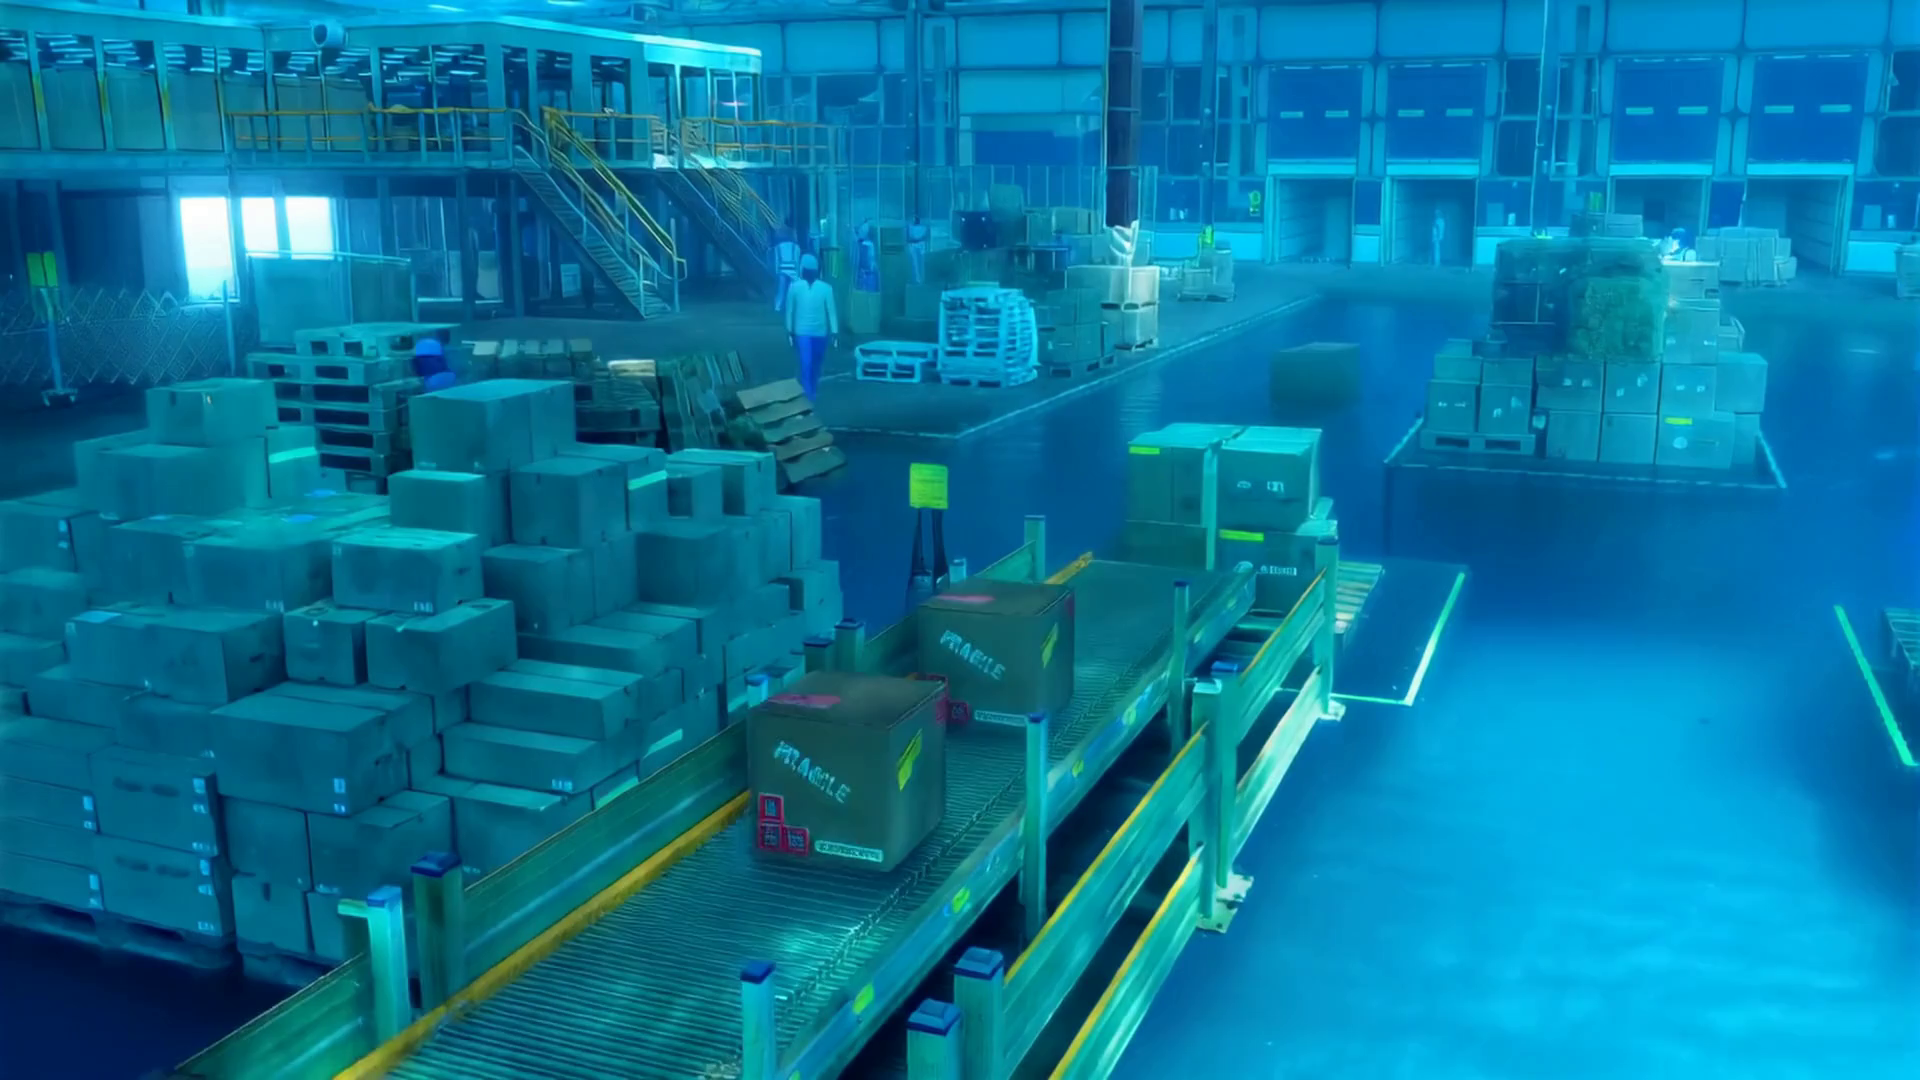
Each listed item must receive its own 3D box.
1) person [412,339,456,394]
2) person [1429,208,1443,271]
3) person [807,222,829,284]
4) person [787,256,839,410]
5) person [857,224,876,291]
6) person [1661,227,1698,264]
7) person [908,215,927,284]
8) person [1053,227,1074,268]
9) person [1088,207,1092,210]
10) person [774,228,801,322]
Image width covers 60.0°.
[{"bbox_3d":[-4.181,-0.718,13.065,0.831,1.685,0.516,1,13,3],"label":"person"},{"bbox_3d":[14.237,-8.956,49.665,0.329,1.864,0.508,5,13,20],"label":"person"},{"bbox_3d":[-3.183,-6.191,37.314,0.506,1.838,0.350,5,13,21],"label":"person"},{"bbox_3d":[-1.875,-2.640,21.185,0.631,1.940,1.046,-4,13,-16],"label":"person"},{"bbox_3d":[-1.918,-5.470,33.924,0.397,1.911,0.587,1,13,3],"label":"person"},{"bbox_3d":[12.296,-4.378,28.722,0.539,2.000,0.689,-7,14,-28],"label":"person"},{"bbox_3d":[-1.070,-7.380,42.568,0.594,1.870,0.438,-4,13,-18],"label":"person"},{"bbox_3d":[2.027,-5.305,33.232,0.554,1.893,0.990,9,15,35],"label":"person"},{"bbox_3d":[3.749,-8.623,47.975,0.384,1.948,0.605,-7,15,-30],"label":"person"},{"bbox_3d":[-3.448,-5.276,33.180,0.575,1.860,0.839,3,13,14],"label":"person"}]
